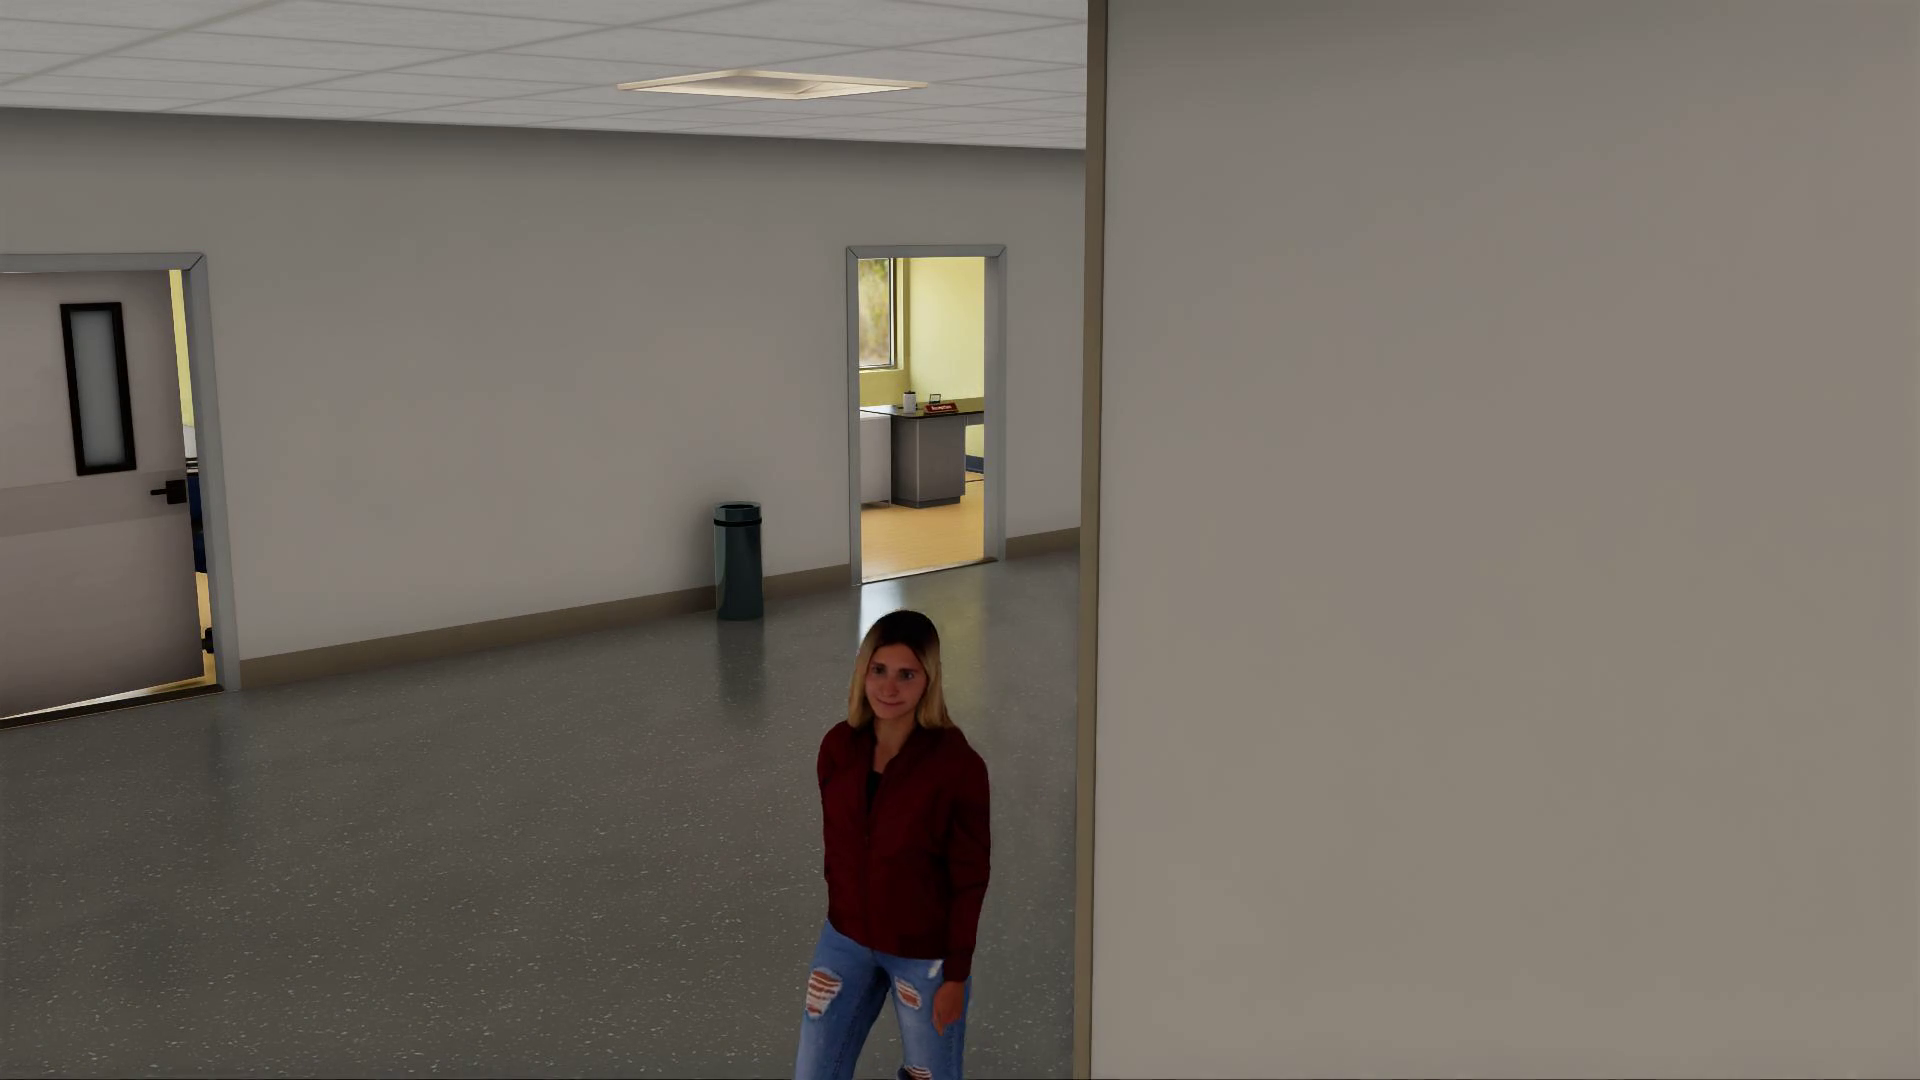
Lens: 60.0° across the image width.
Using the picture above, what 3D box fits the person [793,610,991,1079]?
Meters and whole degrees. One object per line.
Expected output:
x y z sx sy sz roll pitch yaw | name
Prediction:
-0.104 0.949 3.844 0.867 1.591 1.121 6 12 29 | person
